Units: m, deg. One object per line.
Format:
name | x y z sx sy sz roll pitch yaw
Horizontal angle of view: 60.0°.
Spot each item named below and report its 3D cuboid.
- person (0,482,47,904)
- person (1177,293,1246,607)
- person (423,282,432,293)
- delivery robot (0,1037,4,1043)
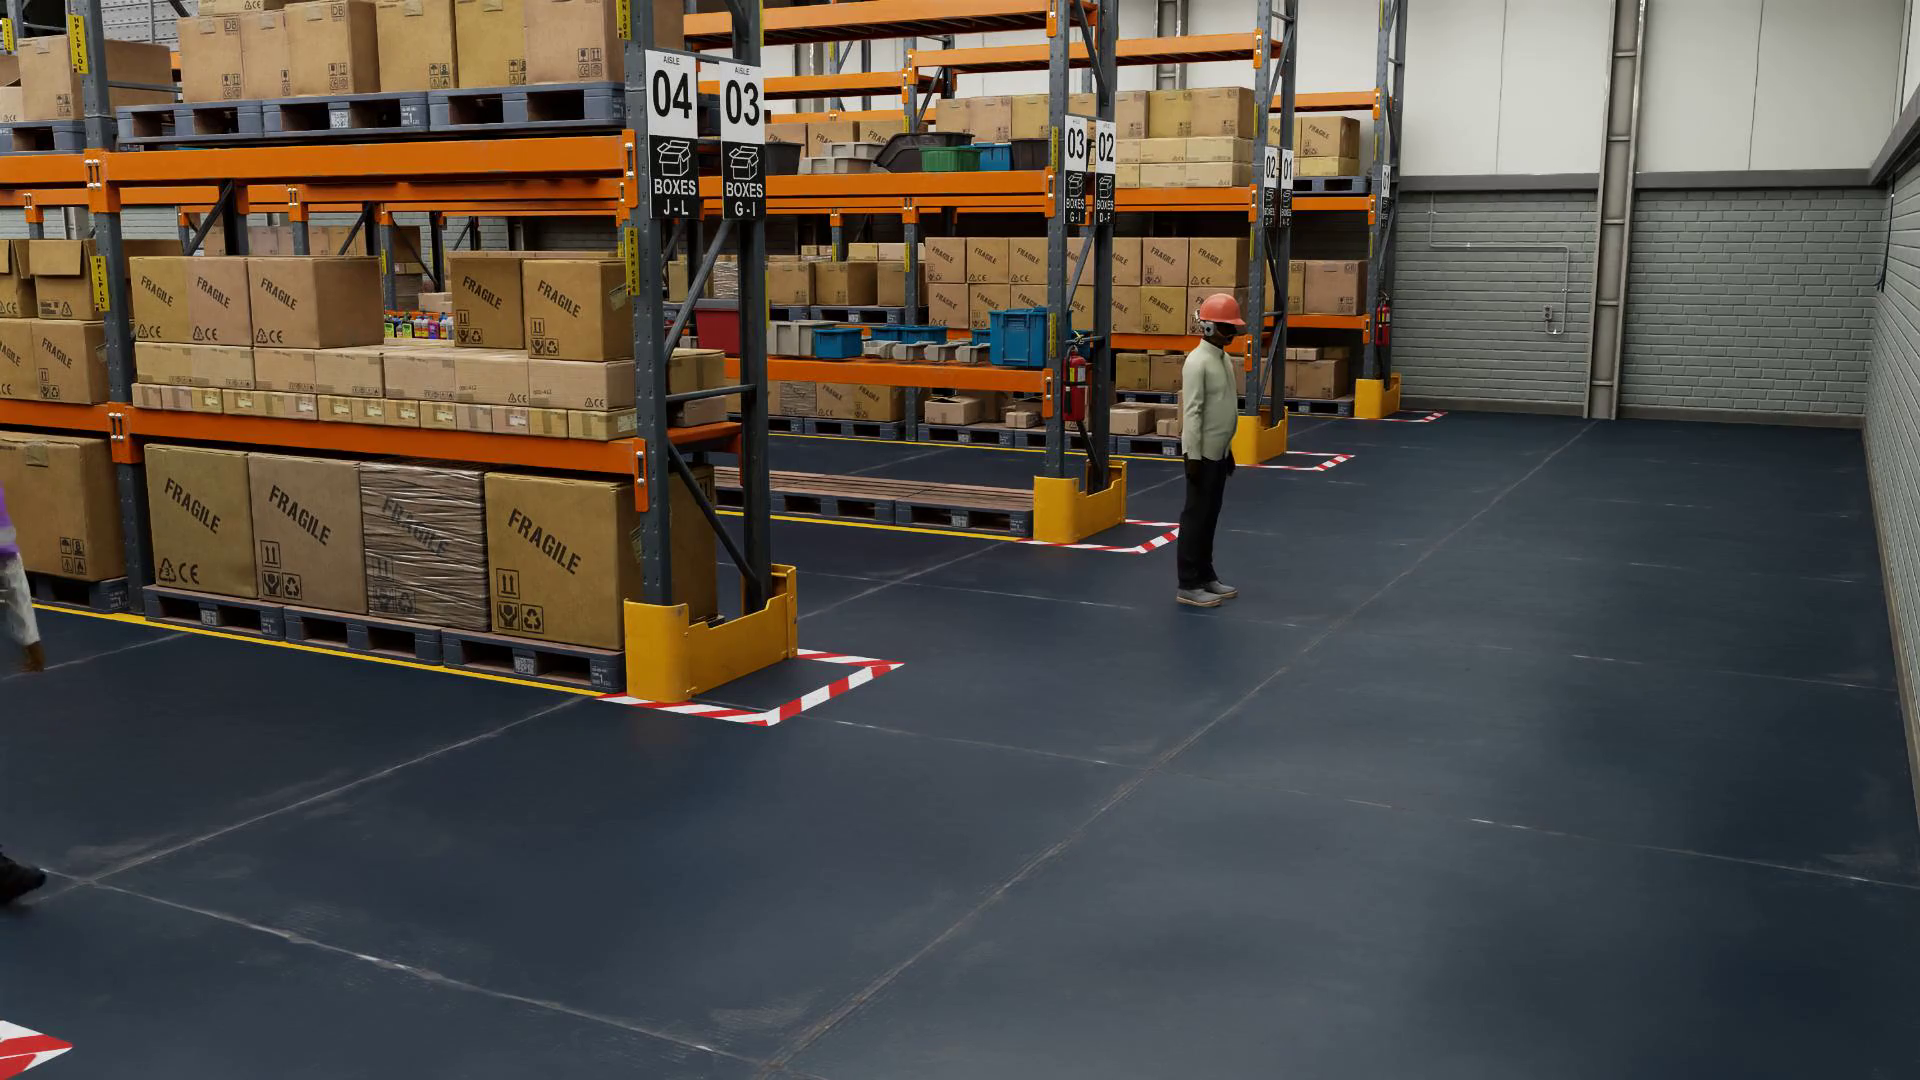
person | -3.578 0.340 5.908 0.976 1.882 0.569 6 12 31
person | 1.605 -0.571 10.612 0.402 1.986 0.609 5 12 27
person | -8.736 -3.427 27.213 0.727 1.593 0.566 -1 10 -5
delivery robot | -2.854 1.266 4.242 0.707 0.478 0.477 -5 12 -27
